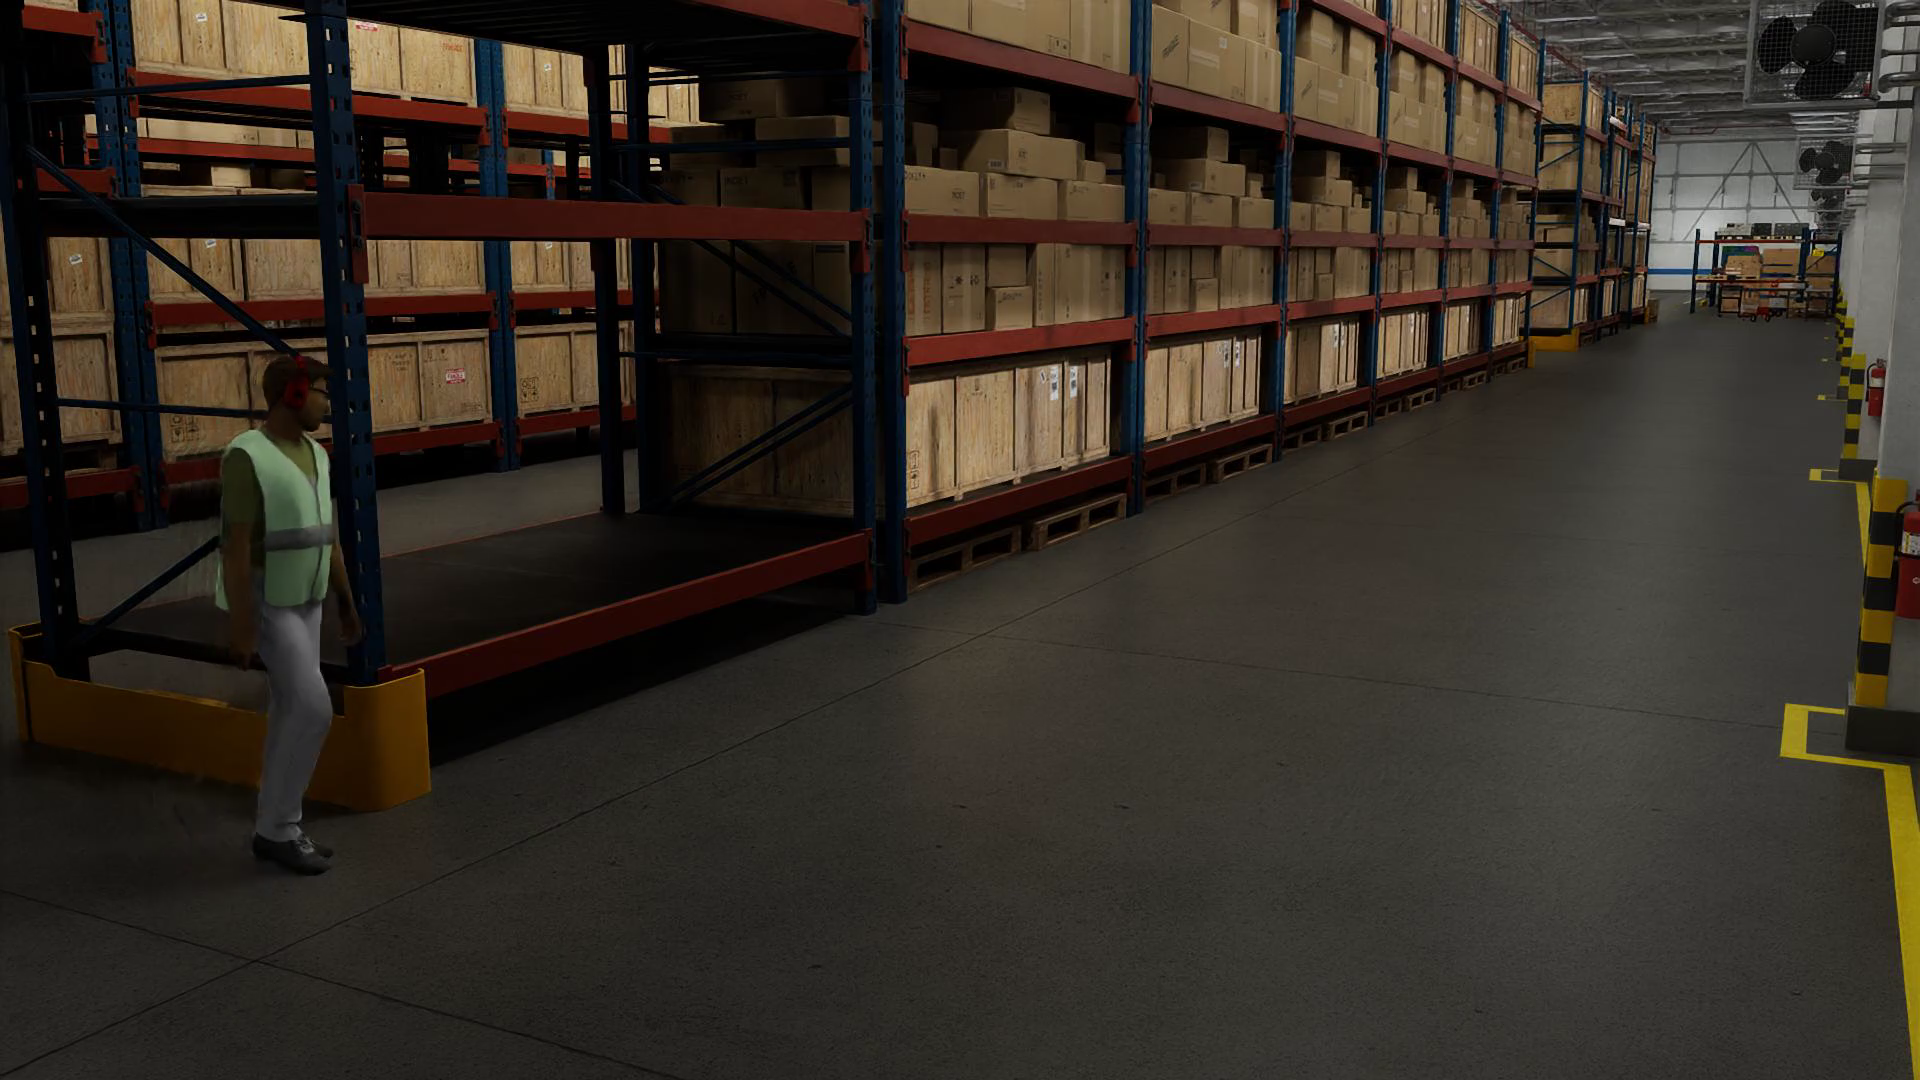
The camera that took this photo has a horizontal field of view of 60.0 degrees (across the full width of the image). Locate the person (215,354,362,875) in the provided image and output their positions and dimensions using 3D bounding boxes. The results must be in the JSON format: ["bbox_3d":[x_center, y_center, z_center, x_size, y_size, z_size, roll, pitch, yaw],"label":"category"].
[{"bbox_3d":[-2.354,0.258,5.908,0.511,1.818,0.596,1,10,6],"label":"person"}]

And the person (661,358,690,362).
[{"bbox_3d":[-2.381,-1.348,15.131,0.666,1.853,1.016,5,11,28],"label":"person"}]
